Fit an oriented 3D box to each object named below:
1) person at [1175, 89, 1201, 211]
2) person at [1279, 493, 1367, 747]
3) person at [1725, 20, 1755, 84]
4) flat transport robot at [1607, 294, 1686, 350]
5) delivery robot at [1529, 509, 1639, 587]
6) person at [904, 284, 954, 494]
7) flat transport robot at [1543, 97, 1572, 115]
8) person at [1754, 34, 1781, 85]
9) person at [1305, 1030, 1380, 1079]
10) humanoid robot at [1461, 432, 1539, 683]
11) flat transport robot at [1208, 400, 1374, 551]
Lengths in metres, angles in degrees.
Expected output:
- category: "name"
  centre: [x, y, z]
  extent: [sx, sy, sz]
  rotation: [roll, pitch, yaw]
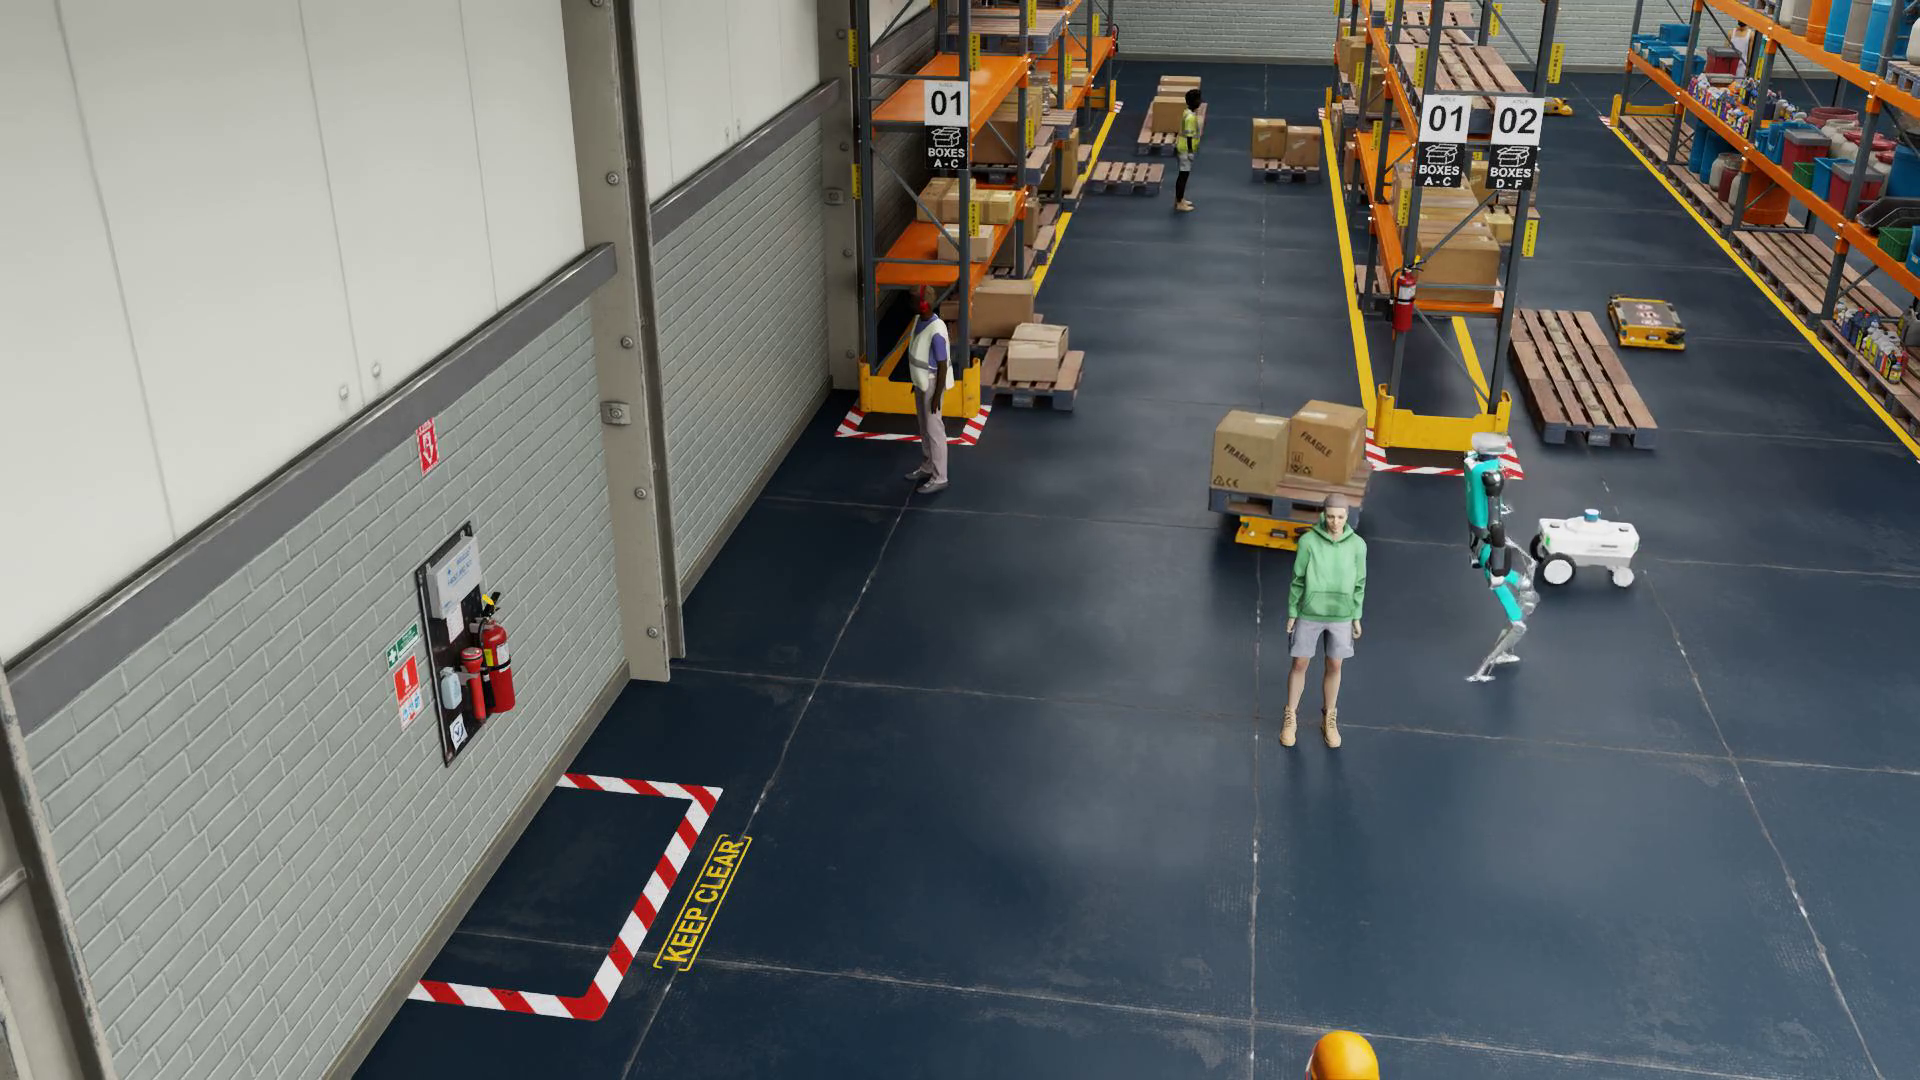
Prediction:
- category: "person"
  centre: [3.214, -5.505, 23.463]
  extent: [0.322, 1.690, 0.532]
  rotation: [1, 25, 3]
- category: "person"
  centre: [2.306, 0.501, 10.547]
  extent: [0.469, 1.741, 0.345]
  rotation: [2, 25, 5]
- category: "person"
  centre: [13.734, -8.410, 29.476]
  extent: [0.509, 1.863, 0.376]
  rotation: [11, 27, 22]
- category: "flat transport robot"
  centre: [7.651, -2.435, 18.569]
  extent: [0.659, 0.231, 1.431]
  rotation: [6, 26, 13]
- category: "delivery robot"
  centre: [4.844, 0.047, 12.915]
  extent: [0.781, 0.591, 0.499]
  rotation: [3, 25, 7]
- category: "person"
  centre: [-0.257, -1.310, 14.304]
  extent: [0.373, 1.839, 0.568]
  rotation: [-9, 26, -18]
- category: "flat transport robot"
  centre: [10.363, -7.916, 30.301]
  extent: [1.431, 0.231, 0.659]
  rotation: [4, 25, 9]
- category: "person"
  centre: [15.879, -9.837, 32.649]
  extent: [0.316, 1.764, 0.521]
  rotation: [-20, 32, -36]
- category: "person"
  centre: [1.307, 2.537, 6.009]
  extent: [0.567, 1.897, 0.359]
  rotation: [-6, 26, -13]
- category: "humanoid robot"
  centre: [3.781, 0.104, 11.403]
  extent: [0.814, 1.759, 0.556]
  rotation: [-1, 25, -3]
- category: "flat transport robot"
  centre: [2.777, -0.281, 13.960]
  extent: [0.659, 0.231, 1.431]
  rotation: [9, 26, 18]
